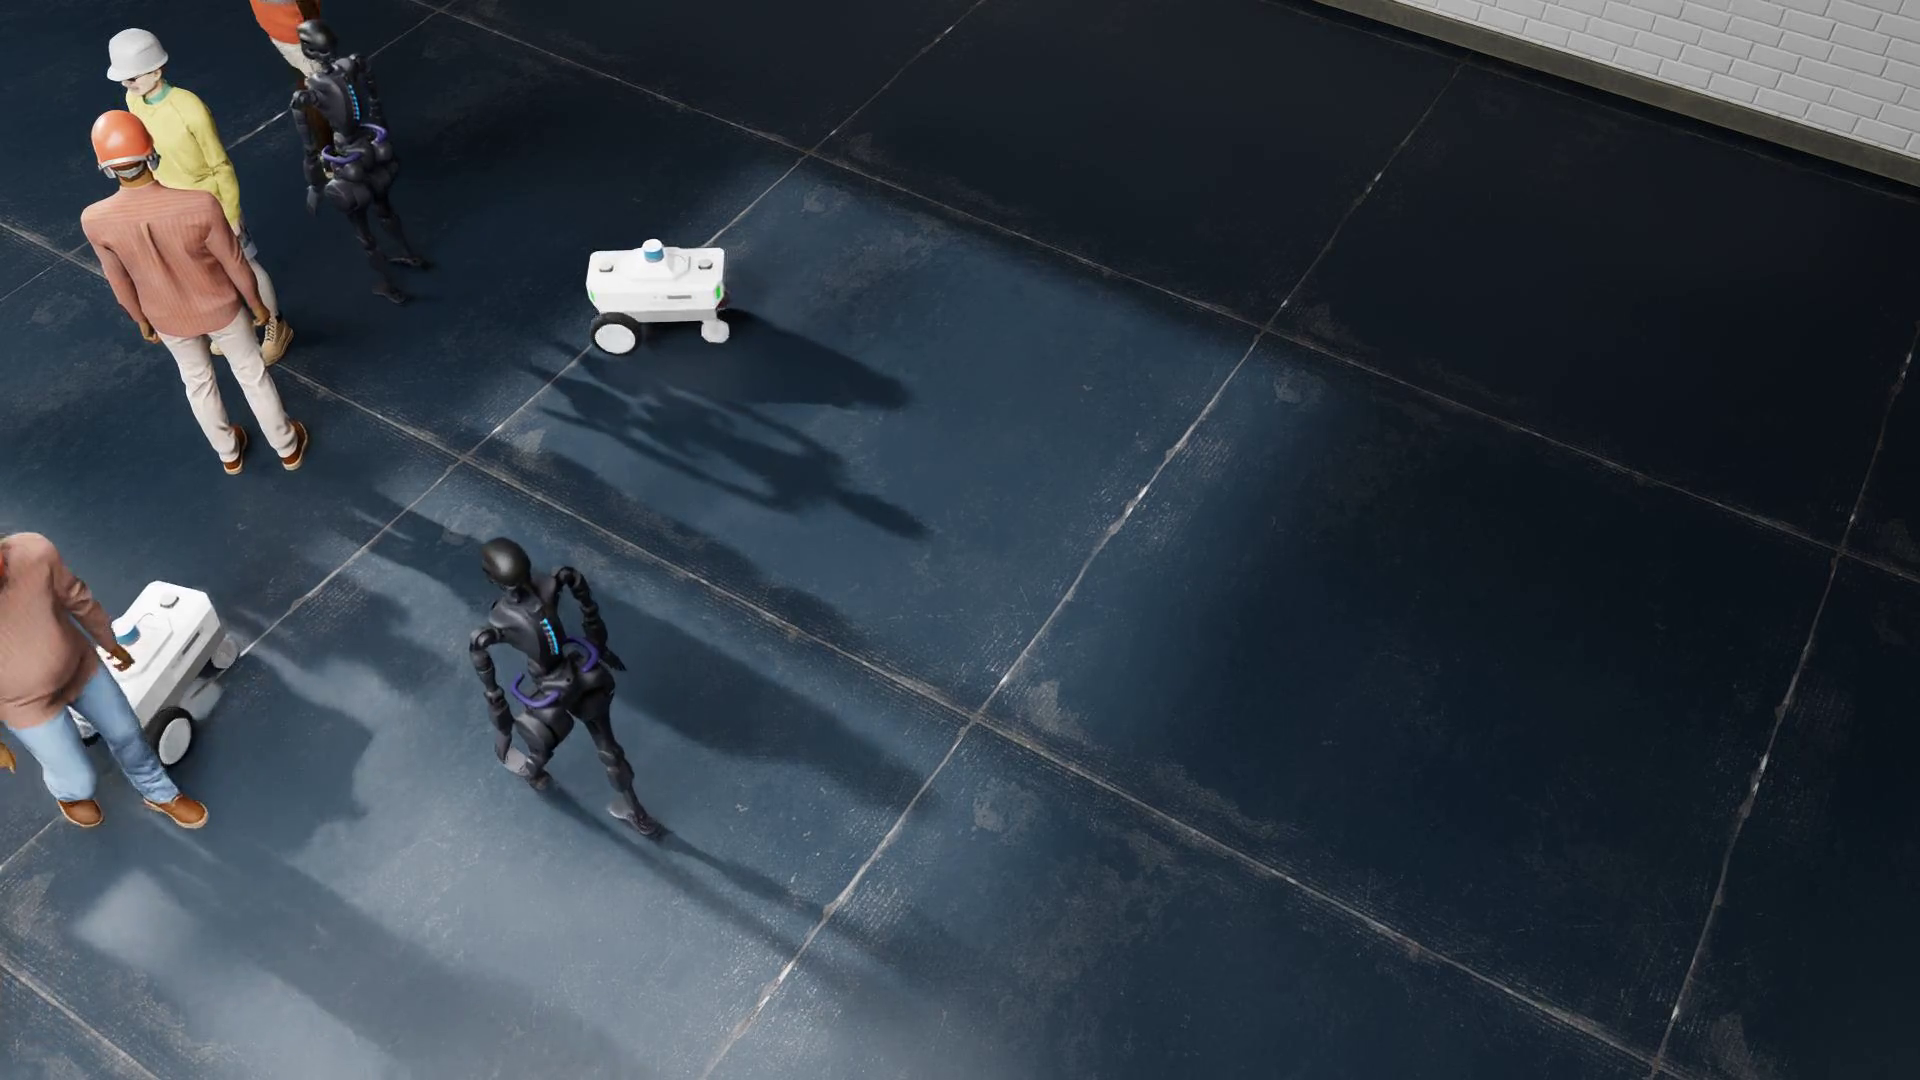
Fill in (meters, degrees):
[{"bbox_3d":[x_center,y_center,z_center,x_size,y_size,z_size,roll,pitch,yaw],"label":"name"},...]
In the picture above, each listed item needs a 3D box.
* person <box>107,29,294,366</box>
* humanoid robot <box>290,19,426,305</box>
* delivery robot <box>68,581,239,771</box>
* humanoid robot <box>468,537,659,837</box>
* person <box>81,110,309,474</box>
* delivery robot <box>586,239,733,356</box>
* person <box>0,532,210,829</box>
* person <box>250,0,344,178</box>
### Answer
[{"bbox_3d":[-3.743,-1.683,8.212,0.473,1.891,0.385,15,51,13],"label":"person"},{"bbox_3d":[-3.159,-1.931,8.565,0.422,1.657,0.597,23,53,19],"label":"humanoid robot"},{"bbox_3d":[-3.494,0.571,7.133,0.499,0.603,0.803,12,50,11],"label":"delivery robot"},{"bbox_3d":[-1.575,0.559,6.415,0.760,1.627,0.612,31,56,24],"label":"humanoid robot"},{"bbox_3d":[-3.502,-1.082,7.625,0.610,1.986,0.403,-7,49,-6],"label":"person"},{"bbox_3d":[-1.599,-1.323,8.776,0.773,0.586,0.499,-2,49,-2],"label":"delivery robot"},{"bbox_3d":[-3.430,0.542,6.214,0.543,1.971,0.655,24,53,19],"label":"person"},{"bbox_3d":[-3.691,-2.887,9.220,0.363,1.956,0.634,-36,58,-27],"label":"person"}]
